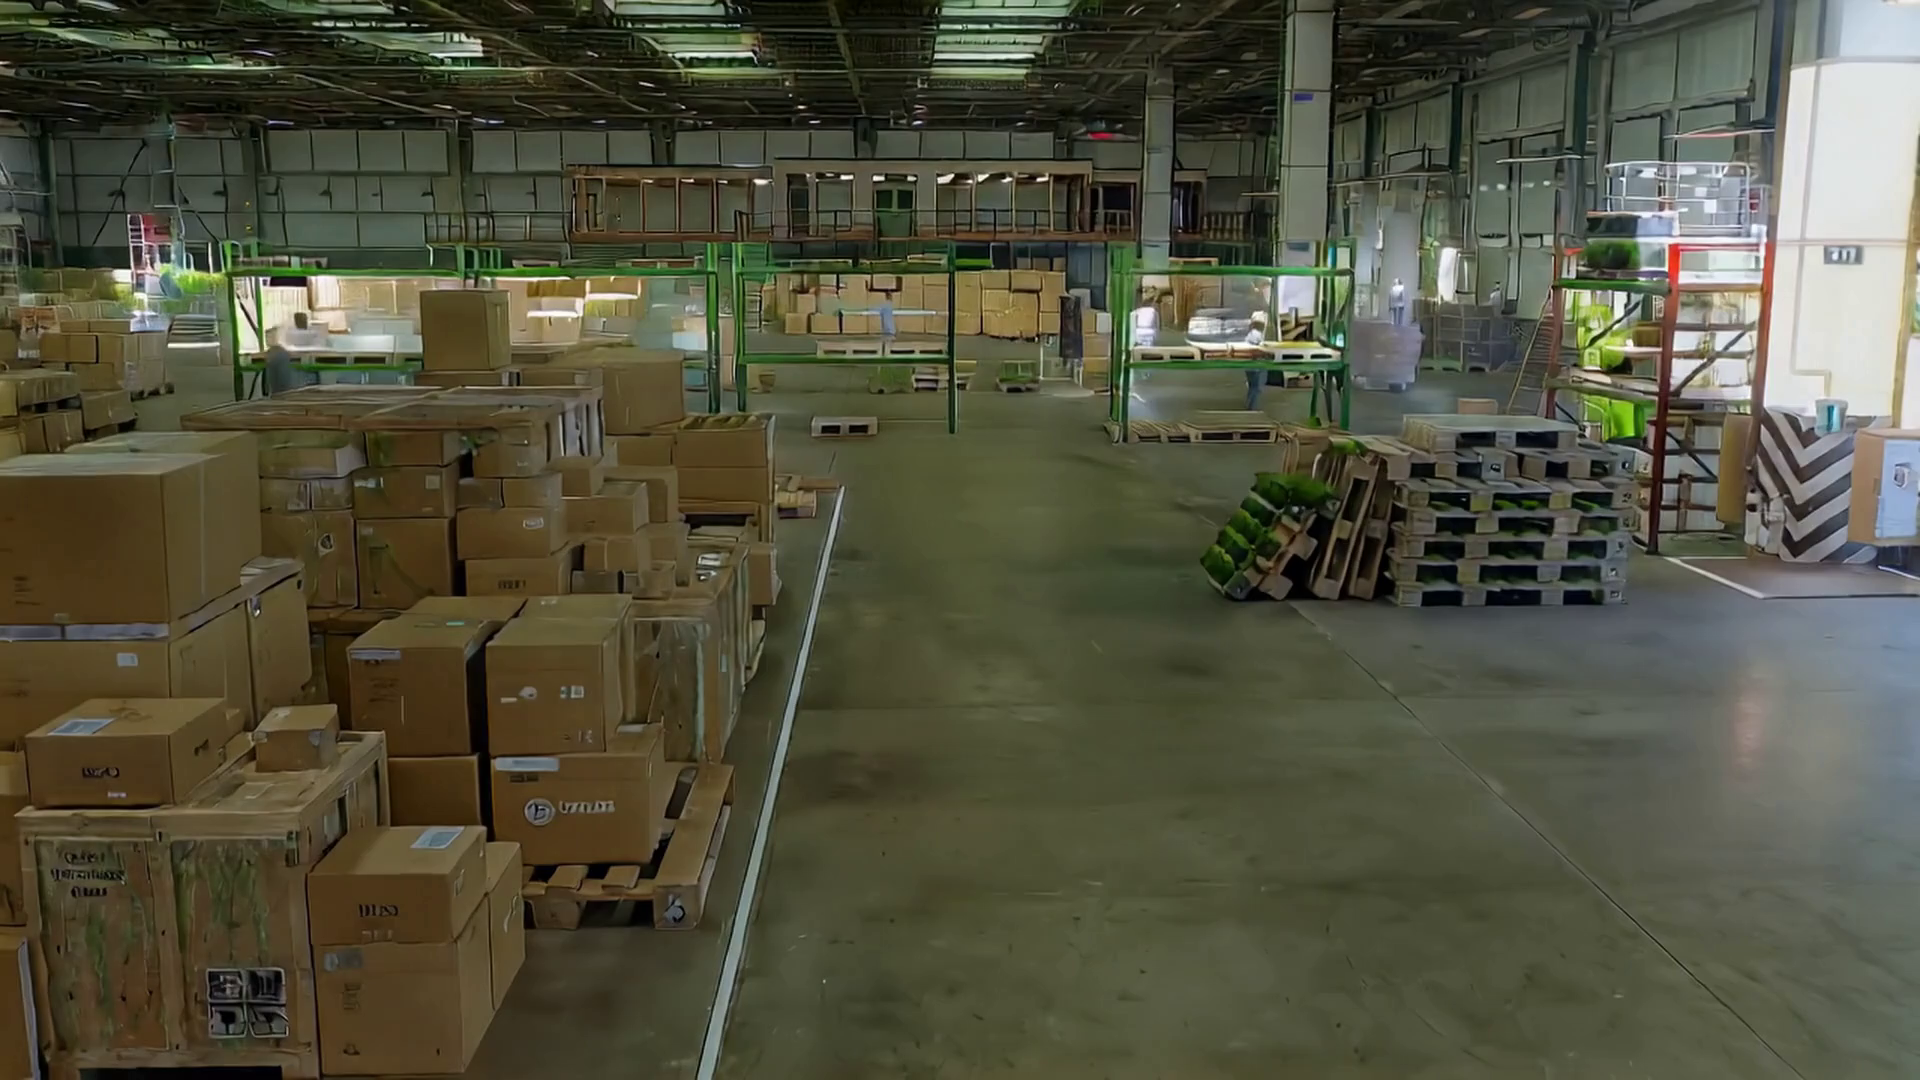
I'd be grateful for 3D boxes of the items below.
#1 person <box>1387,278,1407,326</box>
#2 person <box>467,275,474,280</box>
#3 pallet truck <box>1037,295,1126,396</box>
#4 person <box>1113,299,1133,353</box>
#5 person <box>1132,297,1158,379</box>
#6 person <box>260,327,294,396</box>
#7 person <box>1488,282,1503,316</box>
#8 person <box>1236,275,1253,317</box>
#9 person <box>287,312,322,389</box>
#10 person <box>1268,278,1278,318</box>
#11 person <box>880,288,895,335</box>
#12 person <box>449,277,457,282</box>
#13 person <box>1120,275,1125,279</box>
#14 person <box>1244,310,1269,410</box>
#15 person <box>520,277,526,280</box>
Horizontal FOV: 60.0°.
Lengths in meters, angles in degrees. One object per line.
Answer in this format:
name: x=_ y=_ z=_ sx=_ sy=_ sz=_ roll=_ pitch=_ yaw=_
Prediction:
person: x=14.521 y=-7.776 z=55.277 sx=0.659 sy=1.808 sz=0.906 roll=4 pitch=11 yaw=20
person: x=-20.321 y=-10.216 z=68.775 sx=0.506 sy=1.847 sz=0.343 roll=-2 pitch=10 yaw=-10
pallet truck: x=2.483 y=-3.881 z=33.060 sx=1.885 sy=1.965 sz=0.823 roll=-7 pitch=13 yaw=-36
person: x=3.390 y=-4.143 z=34.680 sx=0.355 sy=1.938 sz=0.637 roll=8 pitch=13 yaw=38
person: x=4.053 y=-4.486 z=36.919 sx=0.641 sy=1.816 sz=0.573 roll=0 pitch=10 yaw=-1
person: x=-9.242 y=-1.896 z=22.295 sx=0.970 sy=1.894 sz=0.648 roll=-1 pitch=10 yaw=-7
person: x=15.032 y=-6.297 z=46.742 sx=0.381 sy=1.917 sz=0.586 roll=0 pitch=10 yaw=0
person: x=11.482 y=-9.996 z=67.316 sx=0.624 sy=1.947 sz=1.052 roll=-3 pitch=11 yaw=-18
person: x=-10.900 y=-2.848 z=27.668 sx=0.534 sy=1.868 sz=0.310 roll=-4 pitch=11 yaw=-19
person: x=9.850 y=-7.159 z=51.593 sx=0.941 sy=1.891 sz=0.570 roll=-8 pitch=13 yaw=-36
person: x=-1.823 y=-5.414 z=41.987 sx=0.310 sy=1.861 sz=0.533 roll=8 pitch=13 yaw=37
person: x=-16.116 y=-7.455 z=53.210 sx=0.619 sy=1.920 sz=0.994 roll=8 pitch=13 yaw=39
person: x=6.933 y=-10.416 z=69.959 sx=0.582 sy=1.830 sz=1.004 roll=-2 pitch=10 yaw=-14
person: x=4.833 y=-2.784 z=27.184 sx=0.388 sy=1.919 sz=0.587 roll=1 pitch=10 yaw=7
person: x=-15.784 y=-8.634 z=60.182 sx=0.321 sy=1.769 sz=0.523 roll=-6 pitch=12 yaw=-29
